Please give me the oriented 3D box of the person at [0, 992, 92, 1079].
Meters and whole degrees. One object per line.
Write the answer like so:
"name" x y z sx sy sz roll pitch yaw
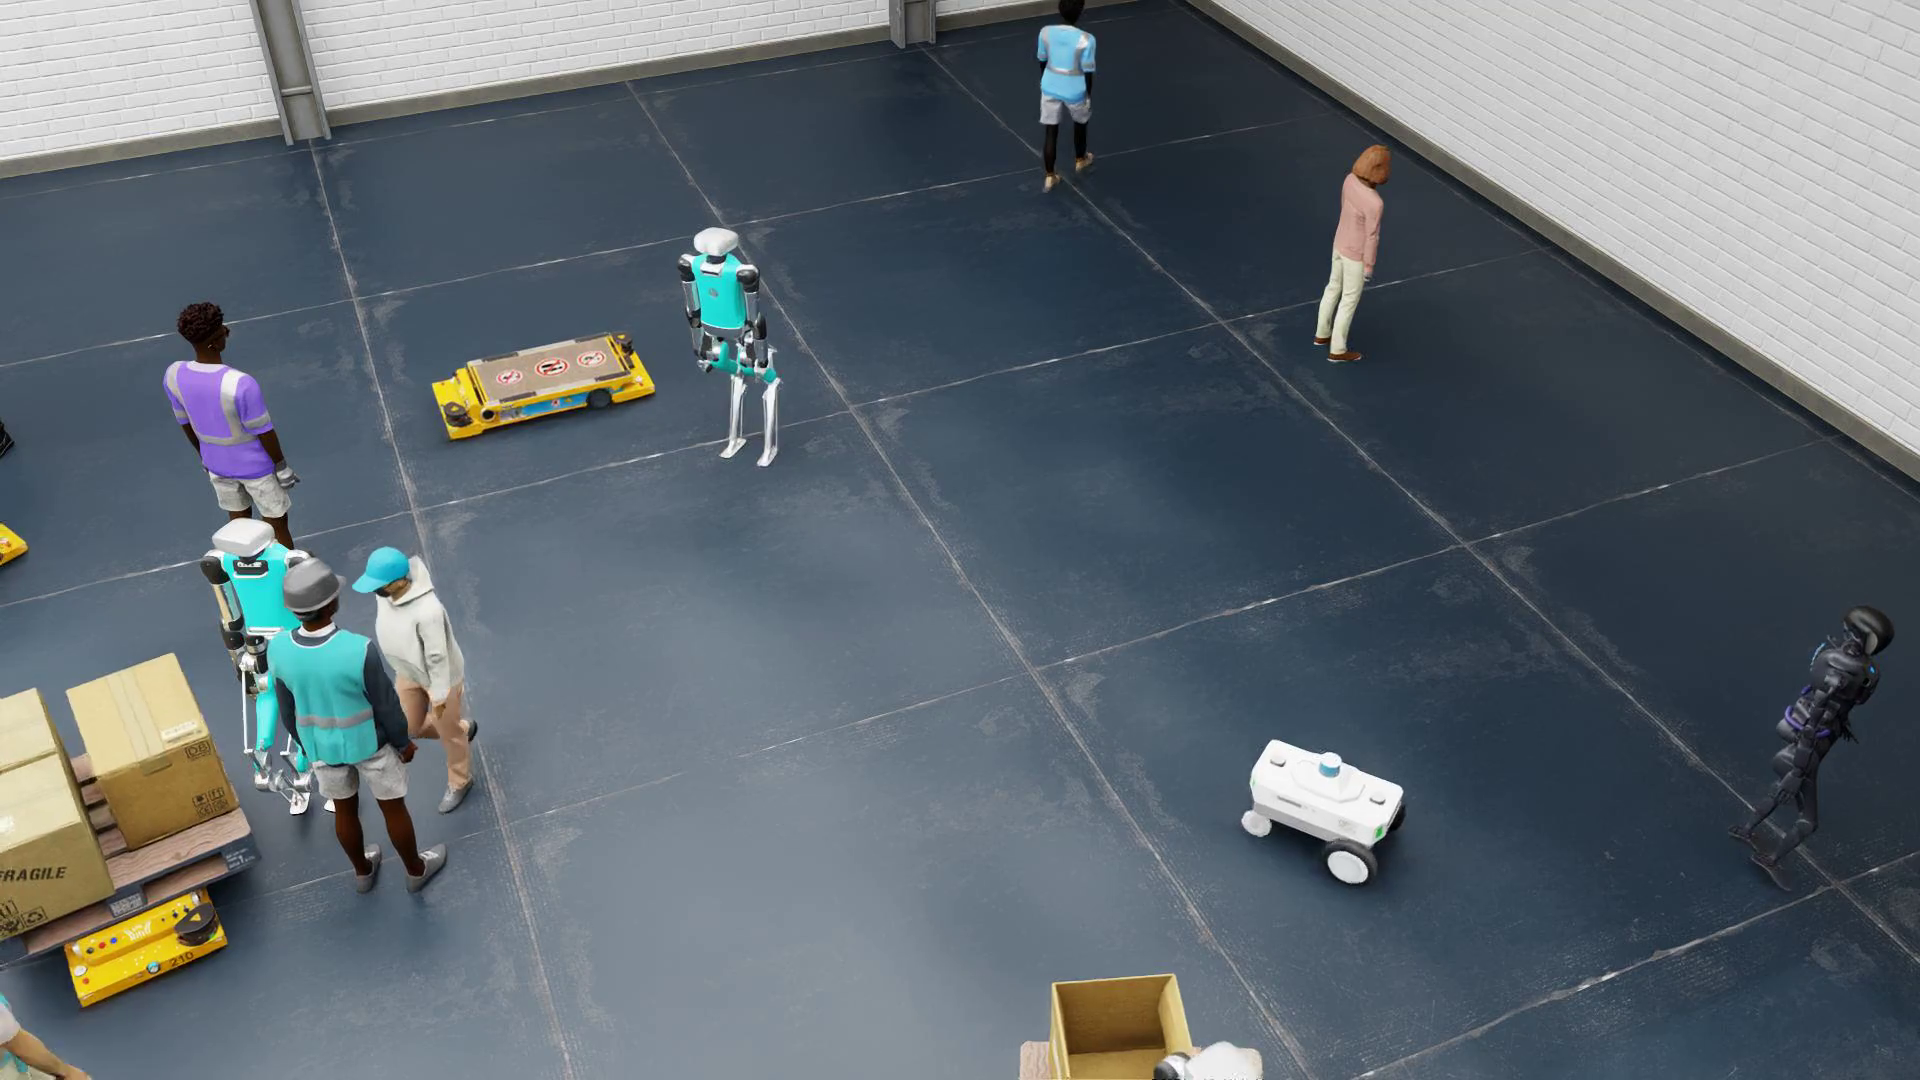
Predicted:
"person" -3.690 2.024 6.360 0.601 1.828 0.476 18 41 22

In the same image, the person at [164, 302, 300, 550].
"person" -4.095 -0.470 9.494 0.603 1.966 0.368 10 39 13

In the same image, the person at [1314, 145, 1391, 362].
"person" 2.803 -2.035 11.811 0.288 1.624 0.494 -11 39 -13

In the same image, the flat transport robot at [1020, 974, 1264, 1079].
"flat transport robot" 0.711 2.748 6.697 1.431 0.231 0.659 2 38 2

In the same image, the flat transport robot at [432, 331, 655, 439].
"flat transport robot" -2.936 -1.102 11.707 1.431 0.231 0.659 -15 40 -19

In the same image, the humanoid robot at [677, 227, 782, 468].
"humanoid robot" -1.408 -1.294 10.725 0.532 1.741 0.702 11 39 14

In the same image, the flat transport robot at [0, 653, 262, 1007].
"flat transport robot" -4.142 1.611 8.176 0.659 0.231 1.431 -22 43 -26

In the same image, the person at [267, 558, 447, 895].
"person" -2.831 0.914 7.714 0.556 1.937 0.429 2 38 3

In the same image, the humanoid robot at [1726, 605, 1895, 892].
"humanoid robot" 4.070 0.942 7.898 0.429 1.646 0.608 31 47 33

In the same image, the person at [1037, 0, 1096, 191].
"person" 0.932 -3.853 14.139 0.547 1.664 0.777 14 40 18

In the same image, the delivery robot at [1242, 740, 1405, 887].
"delivery robot" 1.841 1.326 8.324 0.797 0.608 0.499 19 42 23

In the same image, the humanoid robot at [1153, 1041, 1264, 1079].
"humanoid robot" 0.693 2.563 5.820 0.740 1.884 0.547 -30 46 -33

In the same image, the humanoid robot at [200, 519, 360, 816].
"humanoid robot" -3.314 0.730 8.013 0.533 1.673 0.735 1 38 2

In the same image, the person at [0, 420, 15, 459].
"person" -6.614 -1.364 10.682 0.543 1.937 0.353 12 39 15

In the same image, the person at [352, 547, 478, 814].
"person" -2.650 0.673 8.255 0.461 1.657 0.464 16 40 19

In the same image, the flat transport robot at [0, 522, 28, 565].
"flat transport robot" -6.479 0.212 9.998 0.659 0.231 1.431 27 45 30
